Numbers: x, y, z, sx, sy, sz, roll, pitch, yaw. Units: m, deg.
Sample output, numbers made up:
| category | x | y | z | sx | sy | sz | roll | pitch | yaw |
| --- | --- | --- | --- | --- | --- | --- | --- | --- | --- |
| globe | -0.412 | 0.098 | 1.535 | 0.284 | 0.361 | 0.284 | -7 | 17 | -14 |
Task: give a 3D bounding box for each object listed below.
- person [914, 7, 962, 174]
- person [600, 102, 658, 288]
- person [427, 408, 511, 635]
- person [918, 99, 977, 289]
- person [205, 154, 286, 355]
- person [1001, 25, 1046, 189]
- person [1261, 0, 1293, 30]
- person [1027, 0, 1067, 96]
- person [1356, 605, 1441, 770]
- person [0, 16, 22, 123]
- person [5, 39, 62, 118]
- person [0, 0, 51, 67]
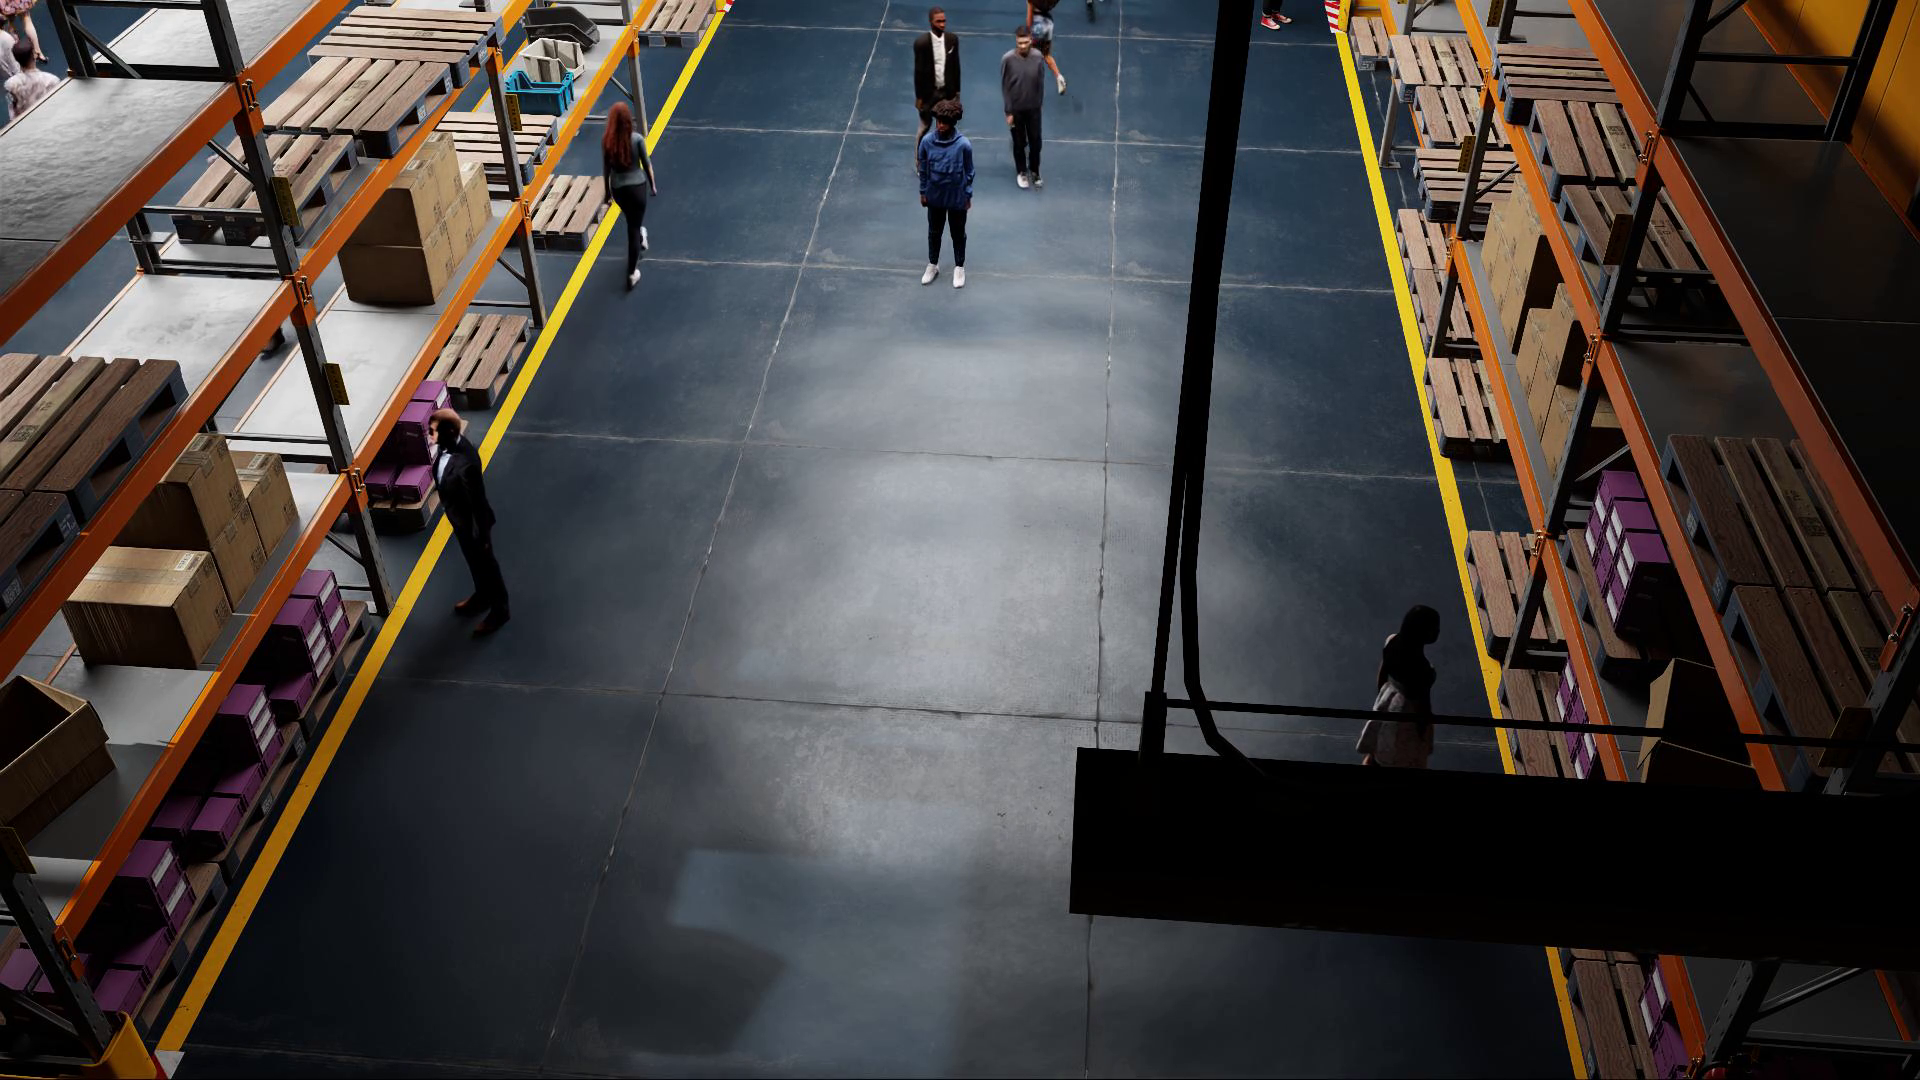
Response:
| category | x | y | z | sx | sy | sz | roll | pitch | yaw |
| --- | --- | --- | --- | --- | --- | --- | --- | --- | --- |
| person | -0.260 | -4.630 | 17.186 | 0.741 | 1.793 | 0.723 | -15 | 41 | -18 |
| person | -3.079 | -3.164 | 15.424 | 0.629 | 1.700 | 1.089 | 2 | 39 | 2 |
| person | -3.425 | -0.164 | 11.589 | 0.828 | 1.800 | 0.756 | -25 | 45 | -28 |
| person | -0.122 | -3.220 | 15.407 | 0.702 | 1.810 | 0.595 | 7 | 39 | 9 |
| person | -6.168 | -2.530 | 14.488 | 0.776 | 1.879 | 0.805 | 13 | 41 | 16 |
| person | 0.615 | -4.451 | 17.002 | 0.683 | 1.743 | 0.698 | -7 | 39 | -8 |
| person | 3.970 | -7.212 | 20.448 | 0.777 | 1.757 | 0.673 | 26 | 46 | 29 |
| person | 0.954 | -5.664 | 18.627 | 0.858 | 1.611 | 0.895 | -32 | 48 | -34 |
| person | 2.636 | 1.108 | 10.017 | 0.817 | 1.774 | 0.728 | -16 | 41 | -19 |
| person | -9.705 | -4.724 | 17.344 | 0.883 | 1.742 | 1.131 | 17 | 42 | 20 |
| person | -8.944 | -3.971 | 16.378 | 0.862 | 1.772 | 1.173 | -7 | 39 | -8 |
| person | -11.134 | -6.434 | 19.460 | 0.676 | 1.774 | 0.679 | 0 | 39 | 0 |
